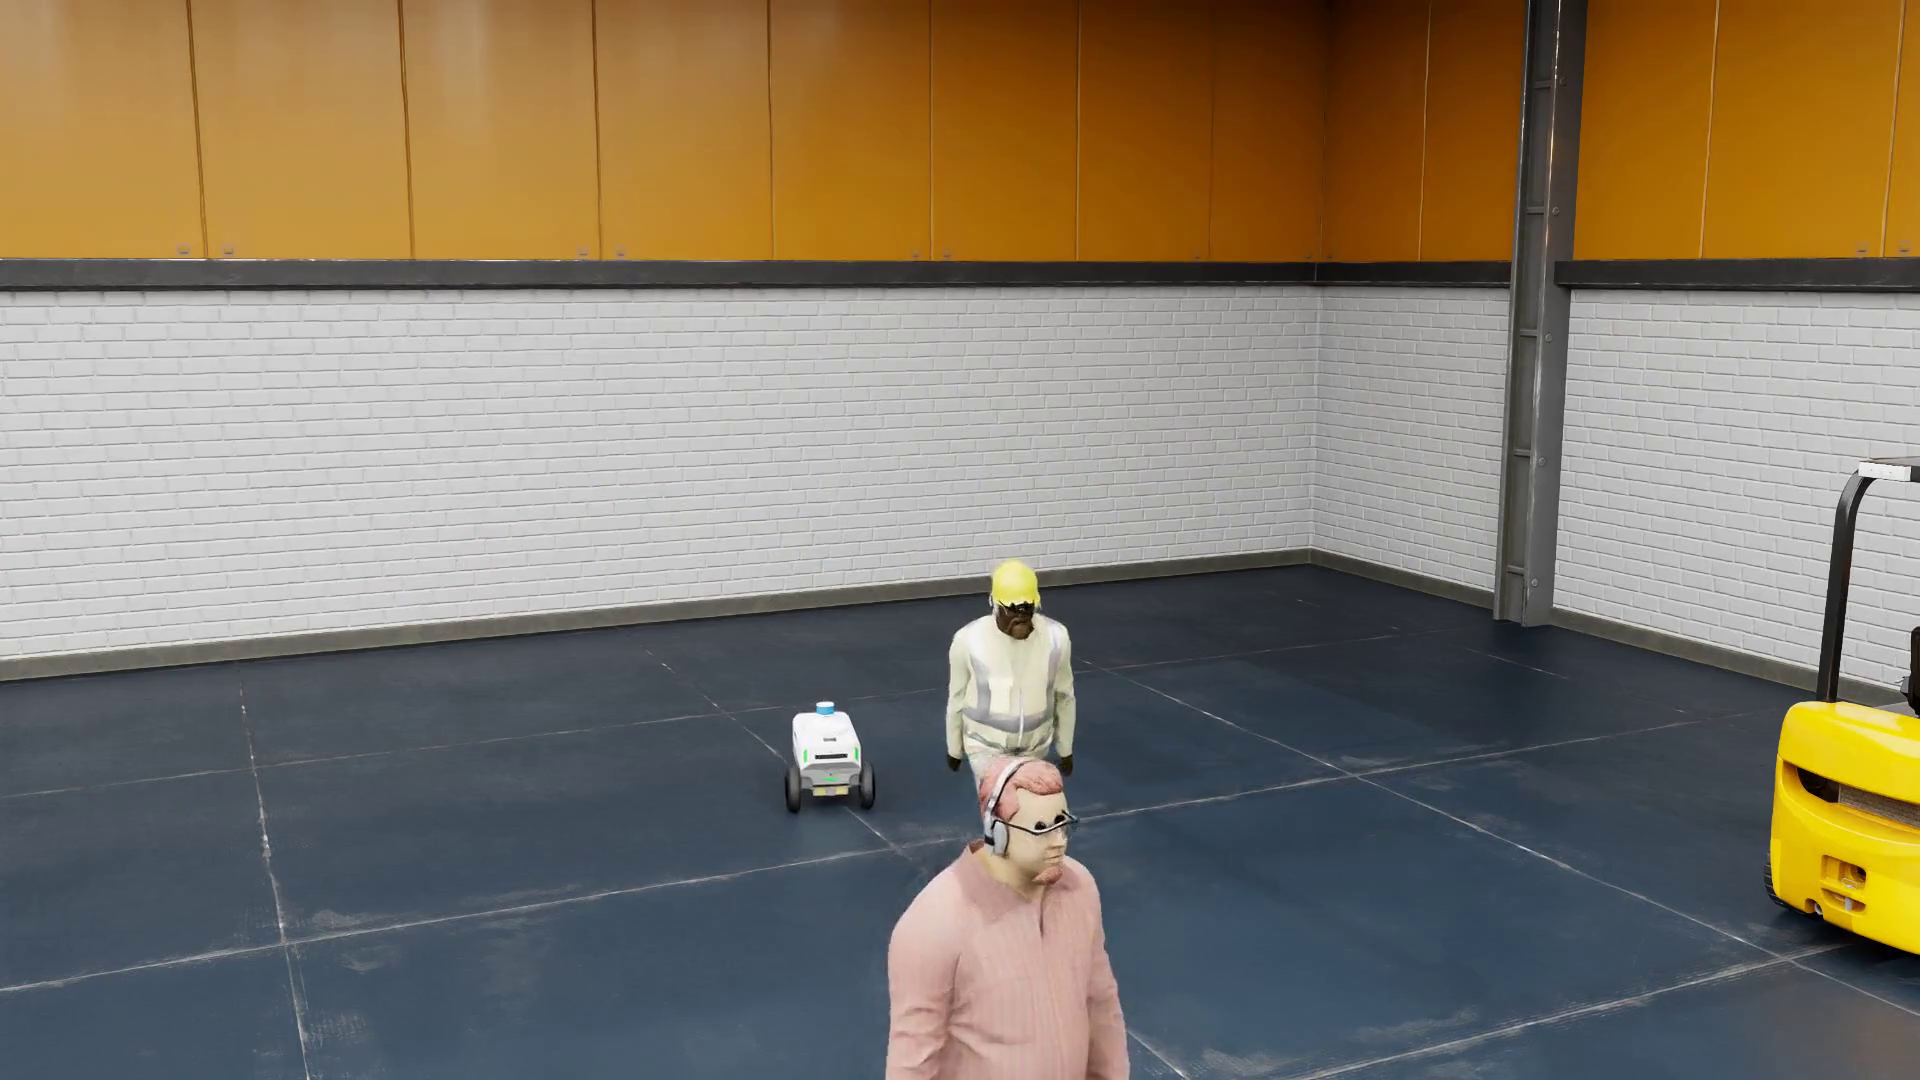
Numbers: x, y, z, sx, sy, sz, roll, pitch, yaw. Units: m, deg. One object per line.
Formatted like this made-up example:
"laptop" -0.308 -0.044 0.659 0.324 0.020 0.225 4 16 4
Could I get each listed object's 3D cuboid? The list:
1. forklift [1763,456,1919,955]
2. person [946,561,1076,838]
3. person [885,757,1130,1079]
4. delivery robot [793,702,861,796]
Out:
"forklift" 4.857 0.731 7.561 2.313 2.155 1.214 -4 10 -25
"person" 0.222 0.911 7.842 0.608 1.761 1.033 -3 10 -16
"person" 0.214 1.456 4.016 0.813 1.876 0.680 9 12 43
"delivery robot" -0.772 1.177 9.575 0.477 0.478 0.707 -2 9 -10
